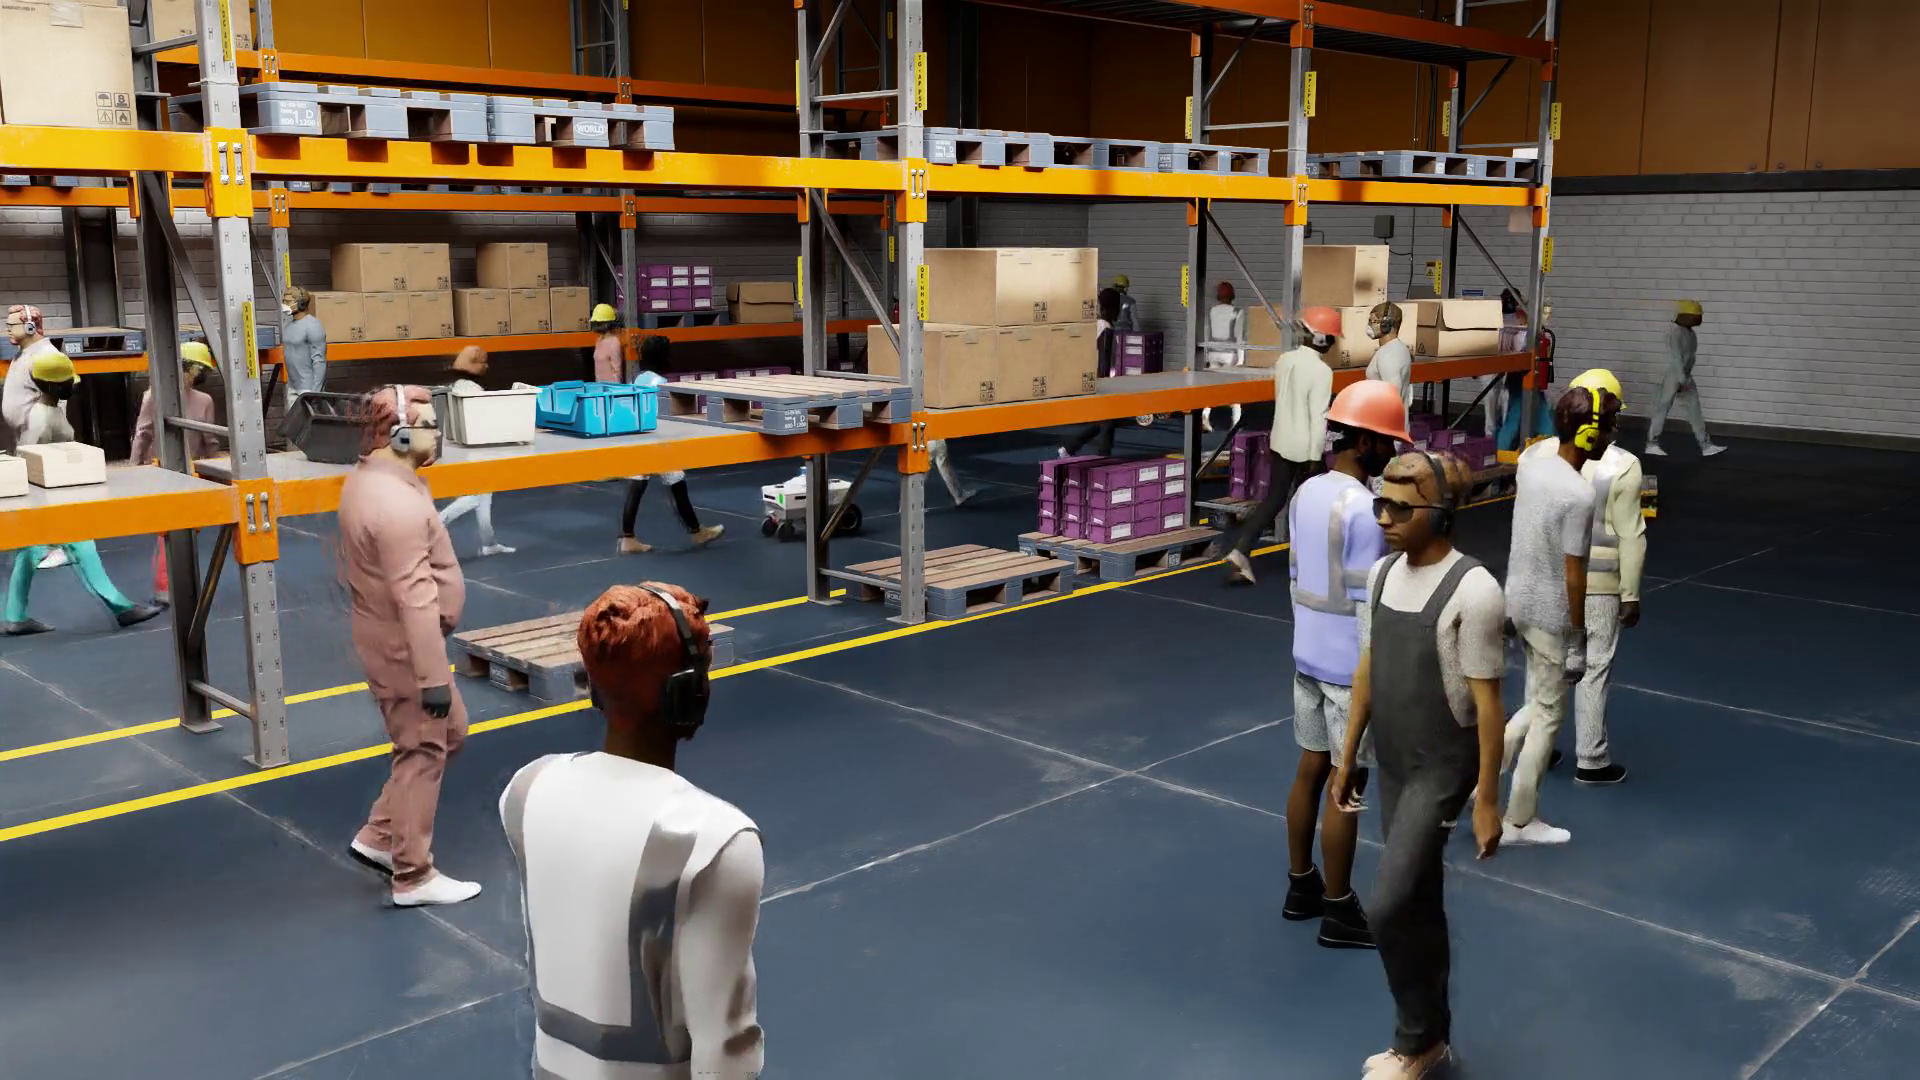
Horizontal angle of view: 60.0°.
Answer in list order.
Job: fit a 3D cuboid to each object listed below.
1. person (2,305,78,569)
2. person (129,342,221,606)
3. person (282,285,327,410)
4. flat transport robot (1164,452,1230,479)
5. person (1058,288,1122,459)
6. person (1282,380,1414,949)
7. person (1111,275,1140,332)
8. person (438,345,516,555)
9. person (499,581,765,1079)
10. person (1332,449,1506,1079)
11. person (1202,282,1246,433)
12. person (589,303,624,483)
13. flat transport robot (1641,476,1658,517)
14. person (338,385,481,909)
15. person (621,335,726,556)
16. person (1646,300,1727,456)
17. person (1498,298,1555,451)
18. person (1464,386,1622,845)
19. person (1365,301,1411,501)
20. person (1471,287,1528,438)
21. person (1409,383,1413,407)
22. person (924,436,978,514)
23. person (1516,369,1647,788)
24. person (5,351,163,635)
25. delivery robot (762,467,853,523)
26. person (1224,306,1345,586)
[{"bbox_3d":[-6.711,-0.747,12.085,0.652,1.906,0.409,10,14,43],"label":"person"},{"bbox_3d":[-5.083,-0.423,10.833,0.517,1.709,0.595,4,11,19],"label":"person"},{"bbox_3d":[-6.145,-1.409,15.604,0.627,1.940,0.372,10,14,43],"label":"person"},{"bbox_3d":[2.635,-0.746,16.539,1.431,0.197,0.652,-4,11,-21],"label":"flat transport robot"},{"bbox_3d":[1.346,-1.538,16.414,0.597,1.896,0.620,-2,11,-8],"label":"person"},{"bbox_3d":[1.326,0.420,5.667,0.374,1.928,0.542,-3,11,-14],"label":"person"},{"bbox_3d":[2.453,-3.091,25.146,0.621,1.798,0.757,6,12,29],"label":"person"},{"bbox_3d":[-3.689,-0.646,12.332,0.676,1.606,0.510,-6,12,-31],"label":"person"},{"bbox_3d":[-0.468,0.970,2.896,0.607,1.839,0.880,7,13,35],"label":"person"},{"bbox_3d":[1.221,0.661,4.609,0.514,1.828,0.550,-4,11,-19],"label":"person"},{"bbox_3d":[3.198,-2.223,20.309,0.577,1.860,0.893,6,12,31],"label":"person"},{"bbox_3d":[-3.385,-1.437,16.265,0.488,1.748,0.537,-6,12,-30],"label":"person"},{"bbox_3d":[5.830,-0.419,14.756,0.652,0.197,1.431,4,11,22],"label":"flat transport robot"},{"bbox_3d":[-1.936,0.390,5.917,0.434,1.889,0.674,-5,12,-26],"label":"person"},{"bbox_3d":[-2.224,-0.720,12.602,0.843,1.648,0.552,-8,13,-36],"label":"person"},{"bbox_3d":[7.906,-1.733,18.043,0.491,1.697,0.897,-8,13,-37],"label":"person"},{"bbox_3d":[5.552,-1.415,16.013,0.580,1.795,0.932,-9,13,-39],"label":"person"},{"bbox_3d":[2.263,0.321,6.422,0.411,1.842,0.556,-1,10,-8],"label":"person"},{"bbox_3d":[3.047,-0.743,11.976,0.367,1.939,0.634,3,11,16],"label":"person"},{"bbox_3d":[6.225,-1.993,19.118,0.645,1.818,0.455,5,12,26],"label":"person"},{"bbox_3d":[5.052,-1.922,19.285,0.548,1.609,0.518,-1,10,-5],"label":"person"},{"bbox_3d":[-0.164,-1.024,14.436,0.872,1.585,0.543,-7,13,-34],"label":"person"},{"bbox_3d":[2.724,0.167,7.302,0.404,1.831,0.601,-8,13,-38],"label":"person"},{"bbox_3d":[-5.356,-0.275,10.022,0.917,1.710,0.551,-5,12,-28],"label":"person"},{"bbox_3d":[-1.220,-0.346,13.327,0.707,0.478,0.477,-7,13,-34],"label":"delivery robot"},{"bbox_3d":[2.264,-0.637,11.409,0.982,1.938,0.654,-6,12,-29],"label":"person"}]
